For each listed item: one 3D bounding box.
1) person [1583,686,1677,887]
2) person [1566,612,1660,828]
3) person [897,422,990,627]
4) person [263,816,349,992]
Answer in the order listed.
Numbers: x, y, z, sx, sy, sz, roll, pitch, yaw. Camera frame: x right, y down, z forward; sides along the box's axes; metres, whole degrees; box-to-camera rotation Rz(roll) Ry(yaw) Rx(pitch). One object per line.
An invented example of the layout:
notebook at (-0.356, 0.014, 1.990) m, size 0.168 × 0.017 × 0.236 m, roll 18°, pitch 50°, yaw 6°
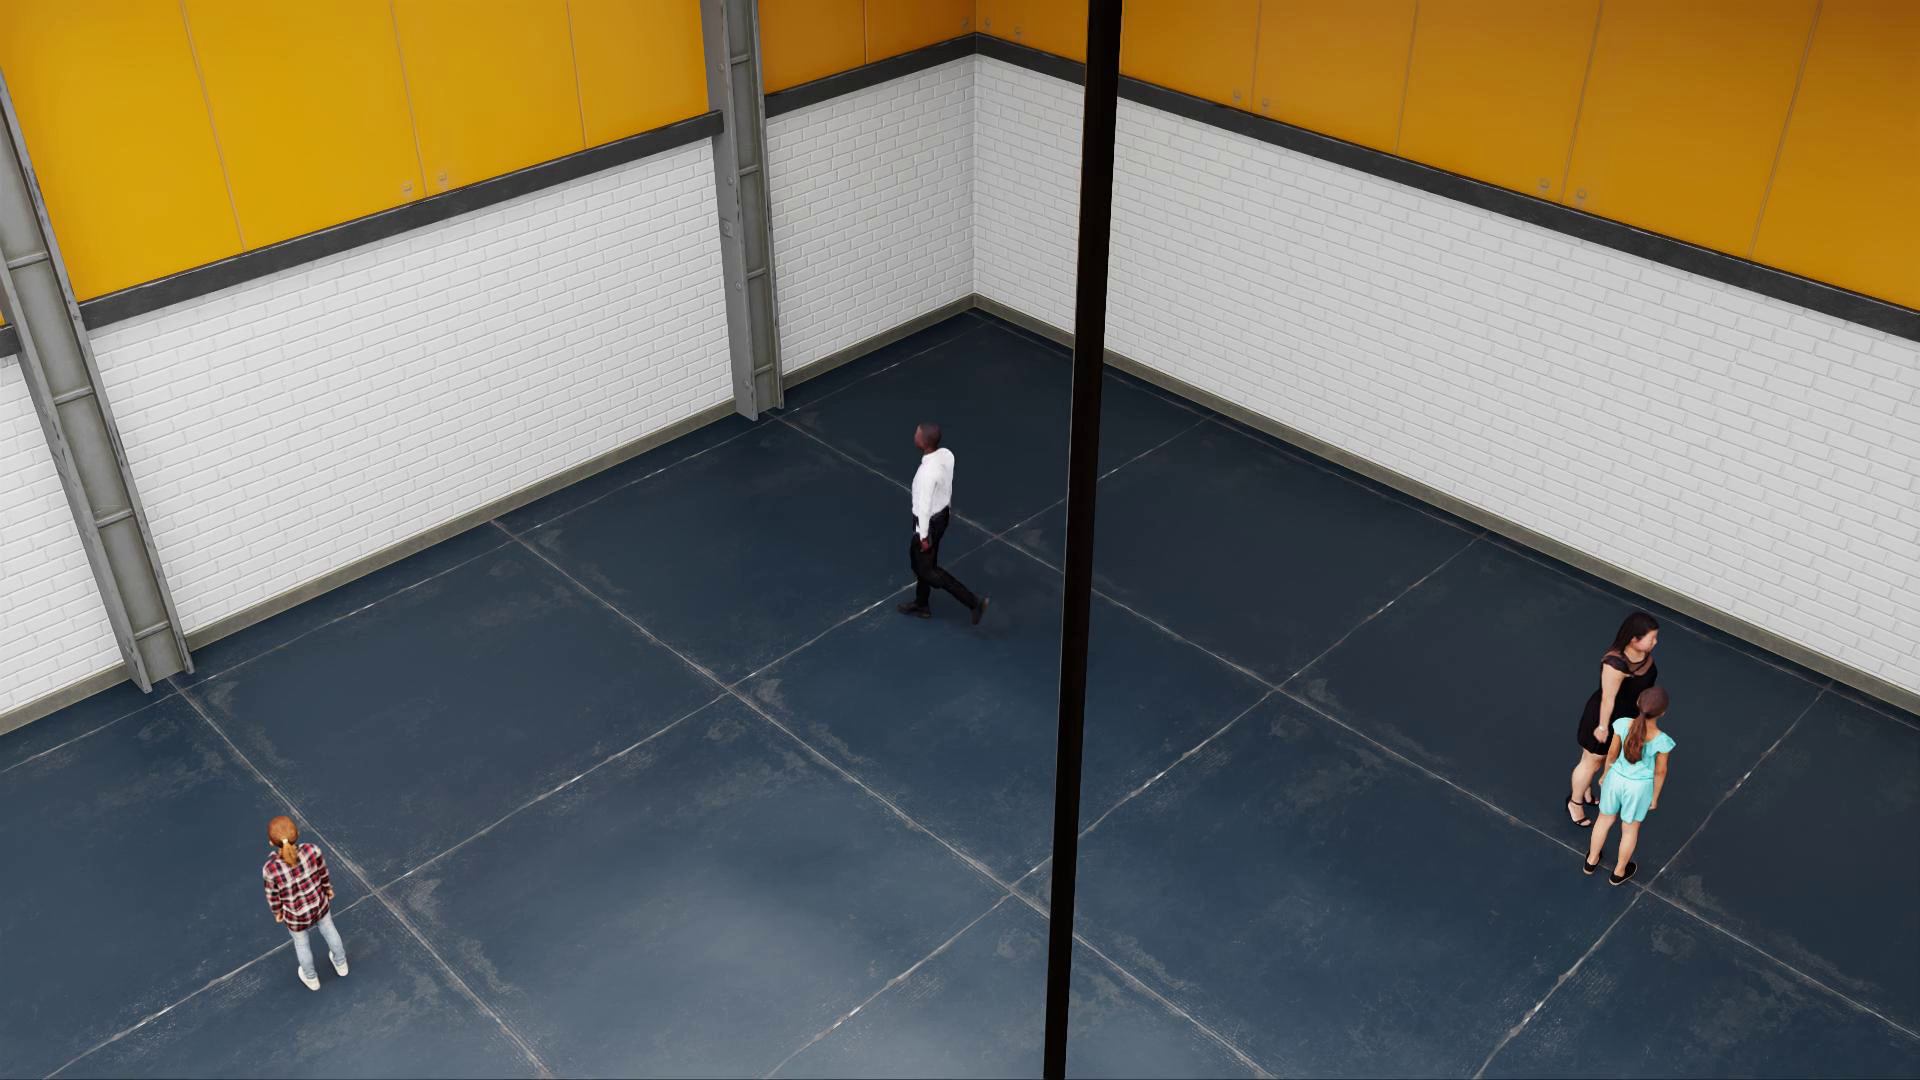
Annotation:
person at (4.342, 1.576, 10.779) m, size 0.564 × 1.559 × 0.555 m, roll 24°, pitch 41°, yaw 32°
person at (4.388, 1.184, 11.225) m, size 0.734 × 1.717 × 0.576 m, roll 23°, pitch 40°, yaw 30°
person at (-0.145, -0.084, 13.046) m, size 0.966 × 1.813 × 1.097 m, roll 14°, pitch 36°, yaw 19°
person at (-3.978, 2.192, 10.082) m, size 0.458 × 1.303 × 0.601 m, roll -25°, pitch 41°, yaw -32°
